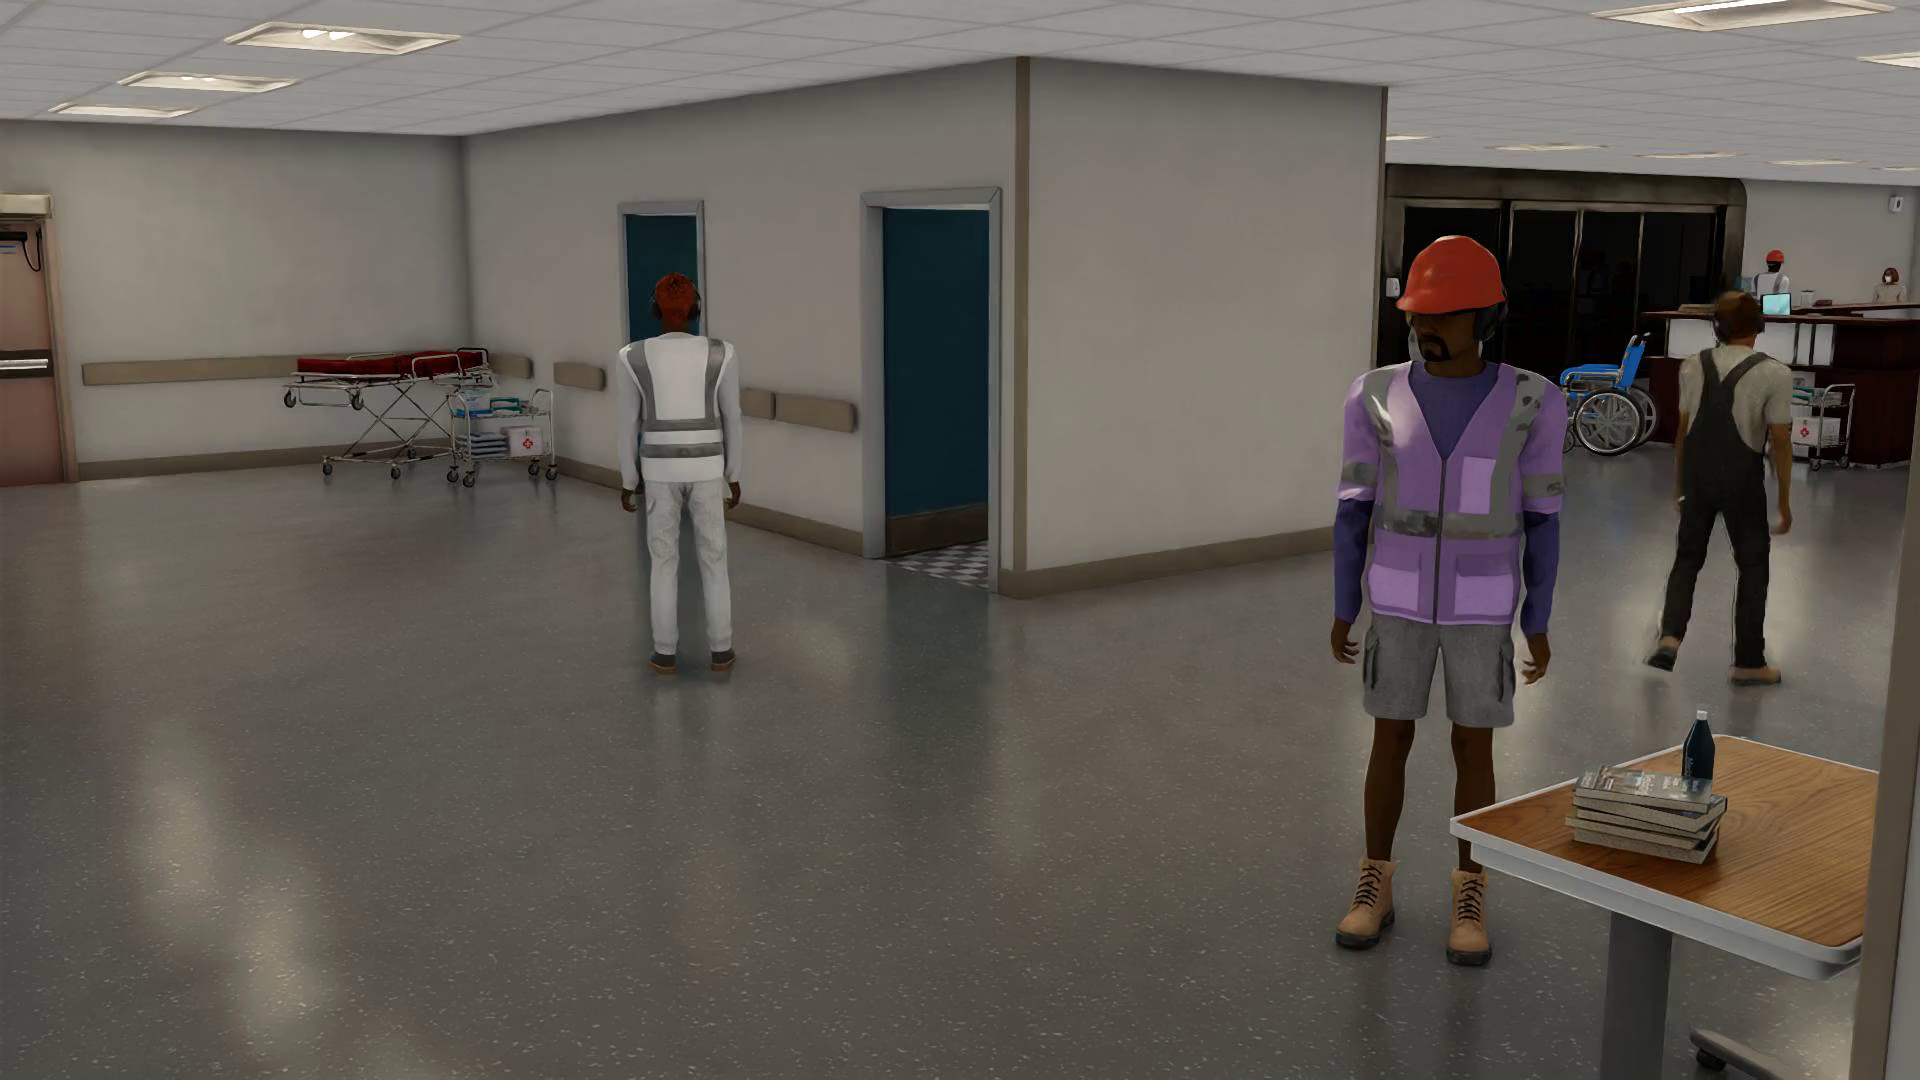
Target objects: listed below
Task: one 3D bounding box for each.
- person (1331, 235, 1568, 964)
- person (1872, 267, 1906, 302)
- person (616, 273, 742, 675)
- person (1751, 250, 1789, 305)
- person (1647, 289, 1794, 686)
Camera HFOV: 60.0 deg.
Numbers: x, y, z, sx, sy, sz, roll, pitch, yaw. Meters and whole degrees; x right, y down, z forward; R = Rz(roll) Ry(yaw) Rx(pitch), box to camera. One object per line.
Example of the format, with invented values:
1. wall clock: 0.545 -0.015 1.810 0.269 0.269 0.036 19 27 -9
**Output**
1. person: 1.346 0.181 4.665 0.615 2.039 0.382 4 11 22
2. person: 15.051 -3.604 27.012 0.499 1.634 0.285 10 14 44
3. person: -1.308 -0.303 7.822 0.574 1.883 0.361 -2 10 -10
4. person: 11.665 -3.206 23.979 0.392 1.929 0.546 -7 12 -34
5. person: 3.473 -0.220 7.559 0.510 1.818 0.579 -9 13 -40
